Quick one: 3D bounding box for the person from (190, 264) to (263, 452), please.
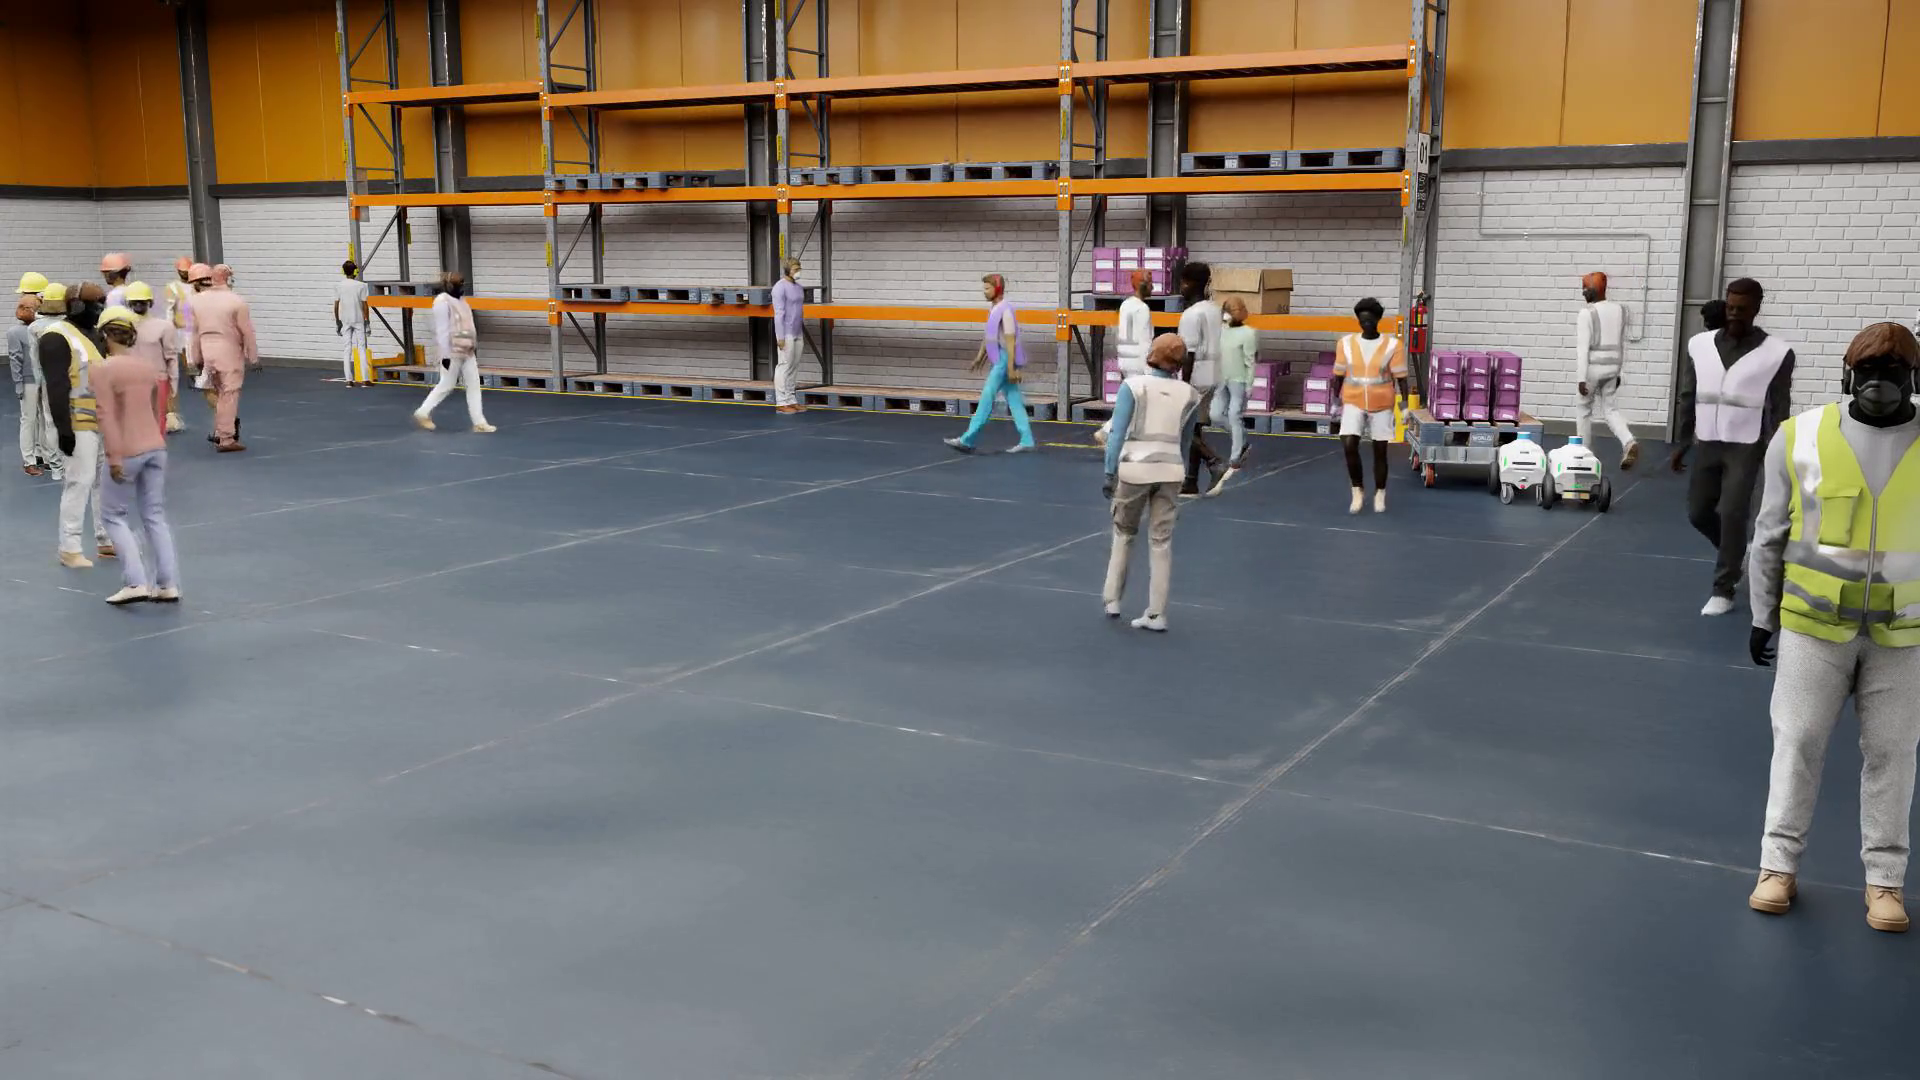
[{"bbox_3d":[-7.418,-1.835,16.839,0.639,1.890,0.600,4,11,21],"label":"person"}]

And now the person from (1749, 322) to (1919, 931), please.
[{"bbox_3d":[2.740,0.263,5.066,0.634,1.842,0.429,5,11,26],"label":"person"}]

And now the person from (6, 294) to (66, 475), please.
[{"bbox_3d":[-8.395,-1.412,15.137,0.286,1.636,0.500,3,11,18],"label":"person"}]

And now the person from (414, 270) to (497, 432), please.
[{"bbox_3d":[-5.658,-2.091,18.496,0.879,1.812,0.635,2,10,12],"label":"person"}]

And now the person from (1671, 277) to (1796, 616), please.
[{"bbox_3d":[4.409,-0.539,9.449,0.644,1.898,0.609,-8,13,-40],"label":"person"}]

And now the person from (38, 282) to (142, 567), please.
[{"bbox_3d":[-5.657,-0.736,10.816,0.435,1.847,0.650,1,10,6],"label":"person"}]

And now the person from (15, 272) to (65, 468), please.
[{"bbox_3d":[-8.526,-1.569,15.485,0.588,1.827,0.404,3,11,18],"label":"person"}]

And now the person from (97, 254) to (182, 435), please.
[{"bbox_3d":[-9.057,-2.114,18.137,1.069,1.996,0.609,1,10,5],"label":"person"}]

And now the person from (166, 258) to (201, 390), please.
[{"bbox_3d":[-11.079,-3.090,23.906,0.574,1.888,0.962,-5,11,-27],"label":"person"}]

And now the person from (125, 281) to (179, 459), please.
[{"bbox_3d":[-7.219,-1.406,14.744,0.546,1.751,0.449,-3,11,-18],"label":"person"}]

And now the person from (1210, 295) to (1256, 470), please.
[{"bbox_3d":[2.542,-1.445,15.351,0.405,1.618,0.512,-6,12,-30],"label":"person"}]

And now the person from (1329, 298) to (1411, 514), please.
[{"bbox_3d":[3.152,-1.019,12.805,0.634,1.657,0.611,4,11,20],"label":"person"}]

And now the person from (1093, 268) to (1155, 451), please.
[{"bbox_3d":[1.640,-1.650,15.829,0.558,1.865,0.586,-2,10,-11],"label":"person"}]

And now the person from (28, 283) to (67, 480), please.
[{"bbox_3d":[-7.974,-1.406,14.799,0.485,1.744,0.294,-3,11,-18],"label":"person"}]

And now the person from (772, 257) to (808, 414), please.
[{"bbox_3d":[-2.109,-2.532,20.624,0.351,1.936,0.634,4,11,21],"label":"person"}]

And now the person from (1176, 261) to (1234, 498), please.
[{"bbox_3d":[1.958,-1.285,13.522,0.566,1.948,0.611,6,12,31],"label":"person"}]

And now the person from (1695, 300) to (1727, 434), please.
[{"bbox_3d":[6.139,-1.107,13.370,0.541,1.645,0.875,3,10,14],"label":"person"}]

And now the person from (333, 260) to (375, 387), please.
[{"bbox_3d":[-8.939,-3.180,24.486,0.517,1.873,0.334,0,10,-2],"label":"person"}]

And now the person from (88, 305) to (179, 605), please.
[{"bbox_3d":[-4.773,-0.484,9.615,0.504,1.725,0.542,3,11,18],"label":"person"}]

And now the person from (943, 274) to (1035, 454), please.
[{"bbox_3d":[0.312,-1.725,16.475,0.977,1.785,0.564,-1,10,-5],"label":"person"}]

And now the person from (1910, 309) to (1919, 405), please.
[{"bbox_3d":[4.220,-0.113,7.150,0.477,1.864,0.750,8,13,38],"label":"person"}]

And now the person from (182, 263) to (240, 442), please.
[{"bbox_3d":[-7.739,-1.924,17.291,0.804,1.902,0.550,9,13,40],"label":"person"}]

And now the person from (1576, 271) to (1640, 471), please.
[{"bbox_3d":[5.895,-1.529,15.212,0.589,1.848,0.808,-4,11,-20],"label":"person"}]

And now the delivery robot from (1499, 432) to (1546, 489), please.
[{"bbox_3d":[4.580,-0.638,13.546,0.477,0.478,0.707,3,10,16],"label":"delivery robot"}]

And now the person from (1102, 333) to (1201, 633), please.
[{"bbox_3d":[1.024,-0.322,9.069,0.580,1.600,0.611,-2,10,-12],"label":"person"}]

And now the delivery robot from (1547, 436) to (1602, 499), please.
[{"bbox_3d":[4.885,-0.582,13.229,0.477,0.478,0.707,3,10,14],"label":"delivery robot"}]
